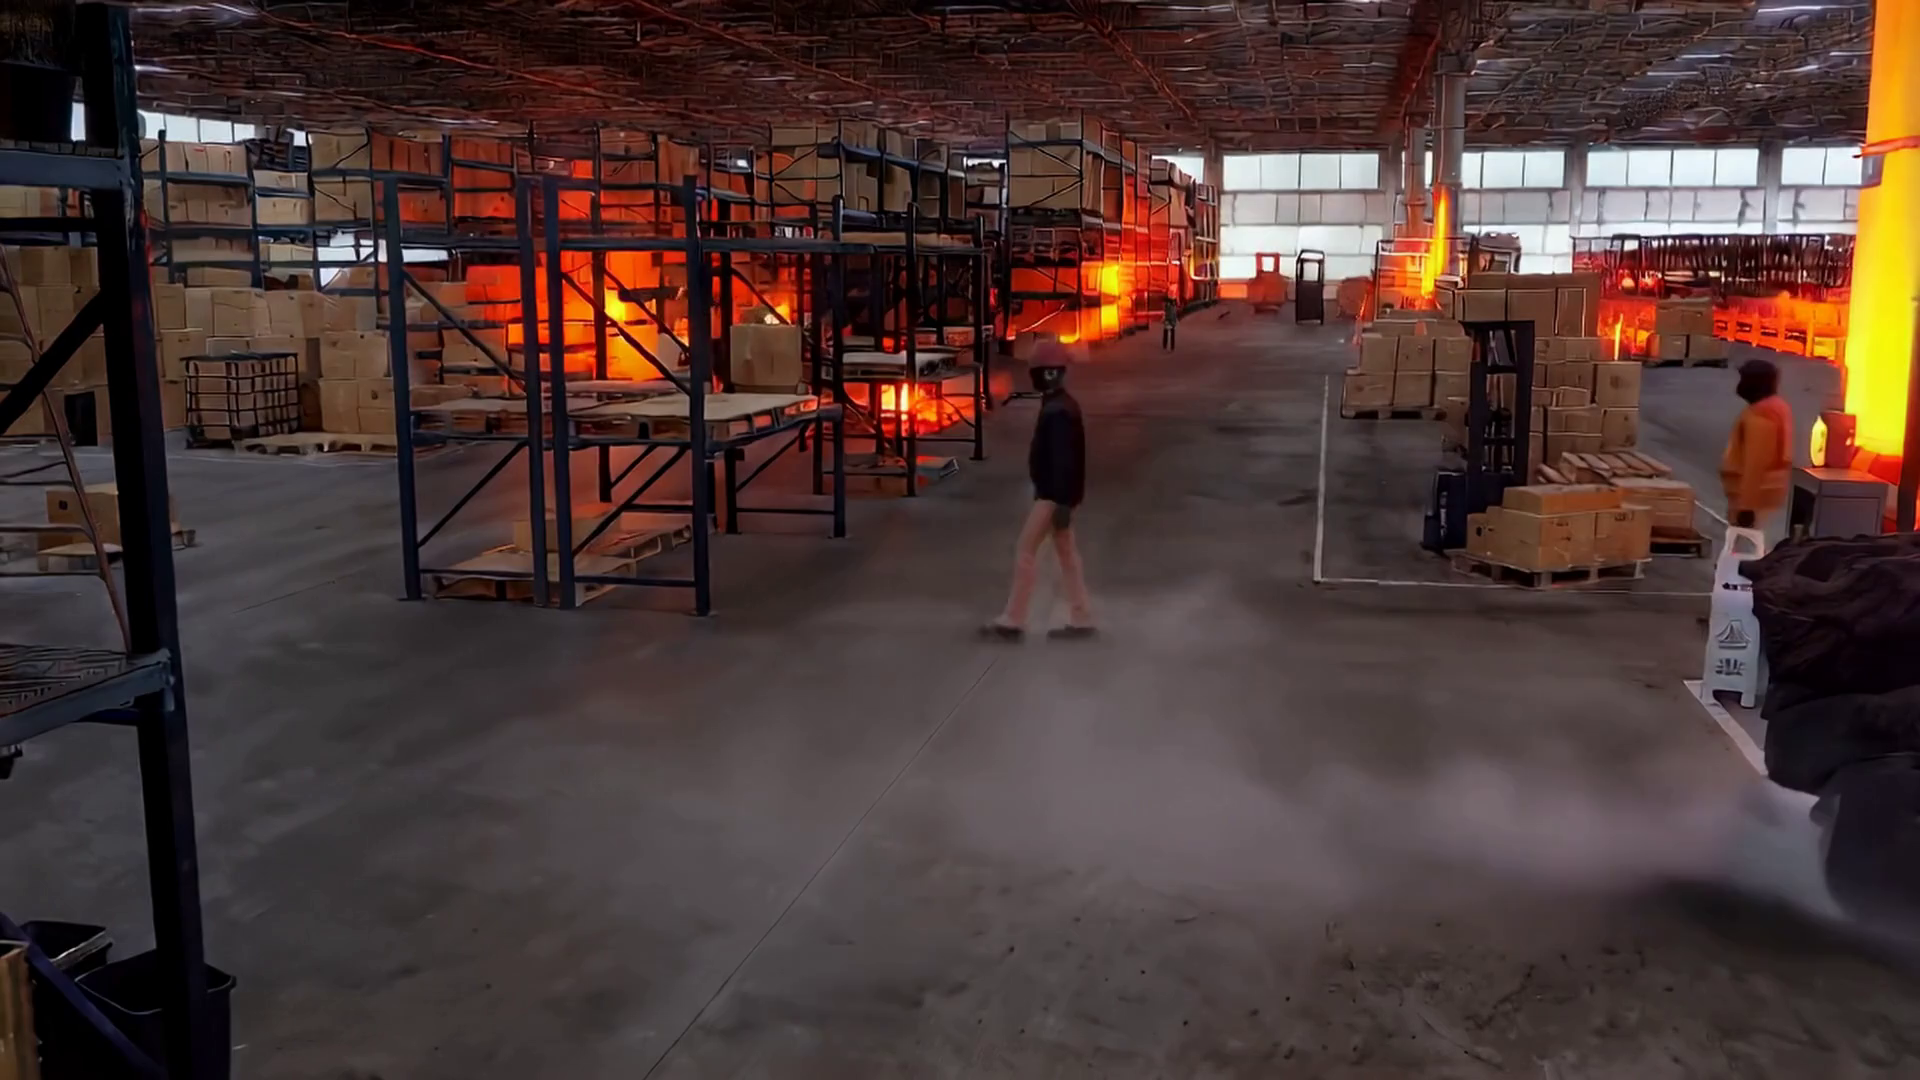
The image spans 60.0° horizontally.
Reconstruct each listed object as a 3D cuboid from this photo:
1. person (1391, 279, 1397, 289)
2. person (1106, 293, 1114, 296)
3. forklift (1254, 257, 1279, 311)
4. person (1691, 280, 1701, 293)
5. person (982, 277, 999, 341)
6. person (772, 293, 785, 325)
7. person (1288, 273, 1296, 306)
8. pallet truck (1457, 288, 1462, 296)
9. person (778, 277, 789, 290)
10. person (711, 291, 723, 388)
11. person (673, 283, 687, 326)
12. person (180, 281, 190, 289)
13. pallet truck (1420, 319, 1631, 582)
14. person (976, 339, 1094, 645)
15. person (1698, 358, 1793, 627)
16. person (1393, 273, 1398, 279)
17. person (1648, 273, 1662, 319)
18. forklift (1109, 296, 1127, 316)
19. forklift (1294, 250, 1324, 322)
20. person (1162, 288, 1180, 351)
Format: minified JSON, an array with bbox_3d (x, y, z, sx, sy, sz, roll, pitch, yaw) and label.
[{"bbox_3d":[17.603,-9.708,67.243,0.521,1.676,0.549,1,10,4],"label":"person"},{"bbox_3d":[8.689,-14.746,96.431,0.847,1.906,0.544,3,10,18],"label":"person"},{"bbox_3d":[14.748,-12.403,79.652,1.129,2.768,1.873,2,10,12],"label":"forklift"},{"bbox_3d":[35.974,-12.169,81.435,0.608,1.804,0.513,-6,11,-32],"label":"person"},{"bbox_3d":[0.910,-7.010,50.515,0.547,1.934,0.376,2,10,12],"label":"person"},{"bbox_3d":[-4.234,-4.923,38.848,0.316,1.700,0.540,0,10,1],"label":"person"},{"bbox_3d":[17.552,-13.195,87.715,0.587,1.735,0.390,-6,11,-30],"label":"person"},{"bbox_3d":[20.506,-9.785,68.819,0.653,1.274,1.630,2,10,12],"label":"pallet truck"},{"bbox_3d":[-8.158,-11.560,77.394,0.652,1.952,1.079,1,10,5],"label":"person"},{"bbox_3d":[-4.600,-3.824,31.850,0.381,1.875,0.732,-7,12,-36],"label":"person"},{"bbox_3d":[-6.890,-5.520,41.854,0.690,1.885,0.659,2,10,13],"label":"person"},{"bbox_3d":[-20.478,-5.884,43.913,0.779,1.918,0.633,3,10,18],"label":"person"},{"bbox_3d":[4.543,-0.757,13.299,0.823,1.965,1.885,-4,10,-22],"label":"pallet truck"},{"bbox_3d":[0.473,-0.298,10.680,0.875,1.958,0.646,1,10,7],"label":"person"},{"bbox_3d":[5.305,-0.288,11.020,0.573,1.828,0.644,7,12,35],"label":"person"},{"bbox_3d":[23.035,-13.269,88.177,0.485,1.734,0.355,-8,12,-39],"label":"person"},{"bbox_3d":[27.233,-9.491,65.160,0.397,1.946,0.617,-4,10,-24],"label":"person"},{"bbox_3d":[5.218,-9.322,61.410,1.873,2.768,1.129,2,10,9],"label":"forklift"},{"bbox_3d":[13.778,-10.002,65.433,1.129,2.768,1.873,2,10,12],"label":"forklift"},{"bbox_3d":[5.716,-5.982,45.116,0.537,1.698,0.320,-4,10,-20],"label":"person"}]
